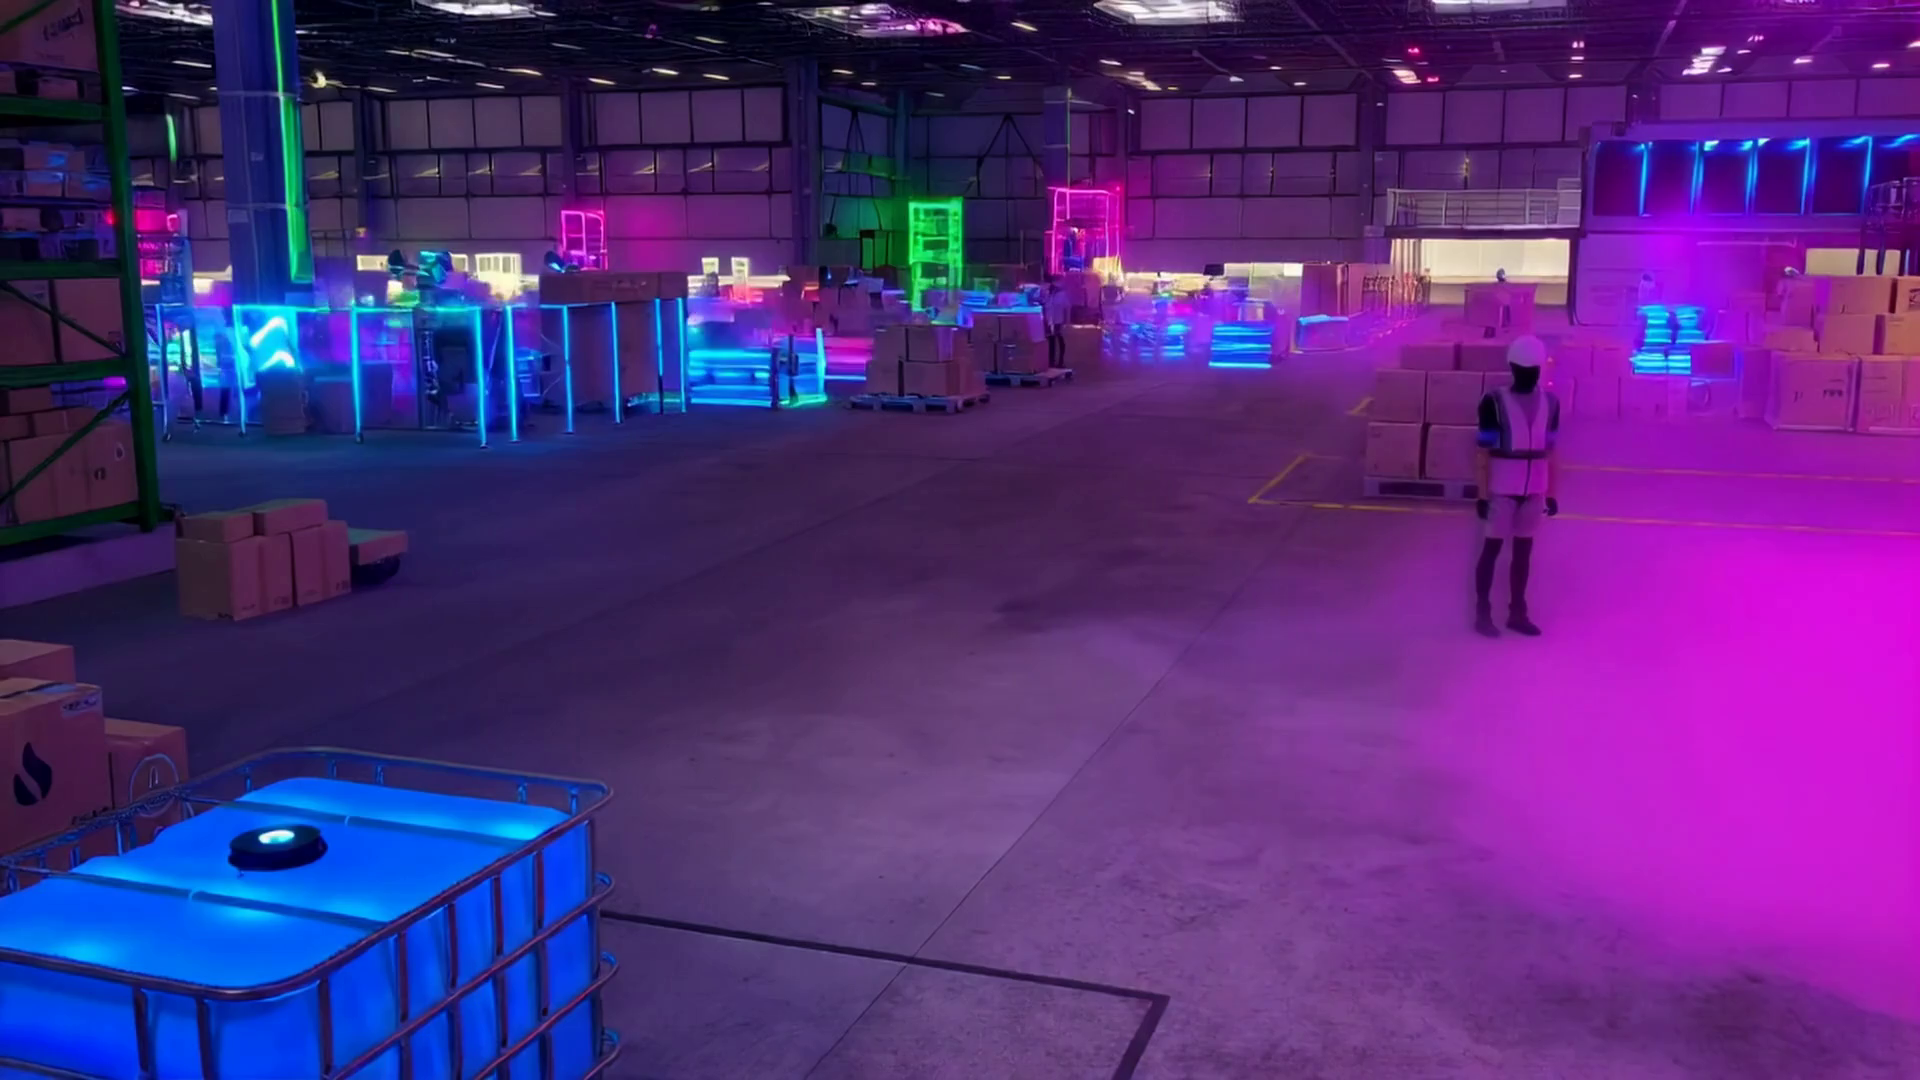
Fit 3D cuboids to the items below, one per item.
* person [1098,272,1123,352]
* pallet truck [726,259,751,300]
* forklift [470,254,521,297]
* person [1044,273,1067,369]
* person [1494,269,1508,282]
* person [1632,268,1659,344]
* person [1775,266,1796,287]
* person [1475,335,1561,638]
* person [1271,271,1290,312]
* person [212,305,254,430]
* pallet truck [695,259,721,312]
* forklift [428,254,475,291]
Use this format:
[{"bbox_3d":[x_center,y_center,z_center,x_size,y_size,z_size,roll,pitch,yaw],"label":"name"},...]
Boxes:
[{"bbox_3d":[3.489,-5.301,38.806,0.605,1.850,0.808,4,11,19],"label":"person"},{"bbox_3d":[-7.986,-9.493,62.019,0.823,1.965,1.885,3,11,17],"label":"pallet truck"},{"bbox_3d":[-17.990,-10.121,64.684,1.157,1.987,2.680,3,11,17],"label":"forklift"},{"bbox_3d":[1.910,-4.429,33.670,0.378,1.936,0.548,-10,14,-44],"label":"person"},{"bbox_3d":[11.596,-4.828,35.625,0.677,2.000,0.945,7,12,34],"label":"person"},{"bbox_3d":[17.311,-5.902,41.988,0.362,1.928,0.593,-7,12,-35],"label":"person"},{"bbox_3d":[18.412,-5.078,37.058,0.605,2.034,0.388,1,10,6],"label":"person"},{"bbox_3d":[3.565,-0.335,10.614,0.547,1.938,0.378,-2,10,-10],"label":"person"},{"bbox_3d":[9.319,-6.926,48.305,0.527,1.740,0.771,0,10,1],"label":"person"},{"bbox_3d":[-9.875,-2.345,22.603,0.318,1.699,0.534,8,13,39],"label":"person"},{"bbox_3d":[-9.165,-9.627,62.776,0.823,1.965,1.885,4,11,23],"label":"pallet truck"},{"bbox_3d":[-20.133,-10.254,65.465,1.157,1.987,2.680,3,11,19],"label":"forklift"}]
